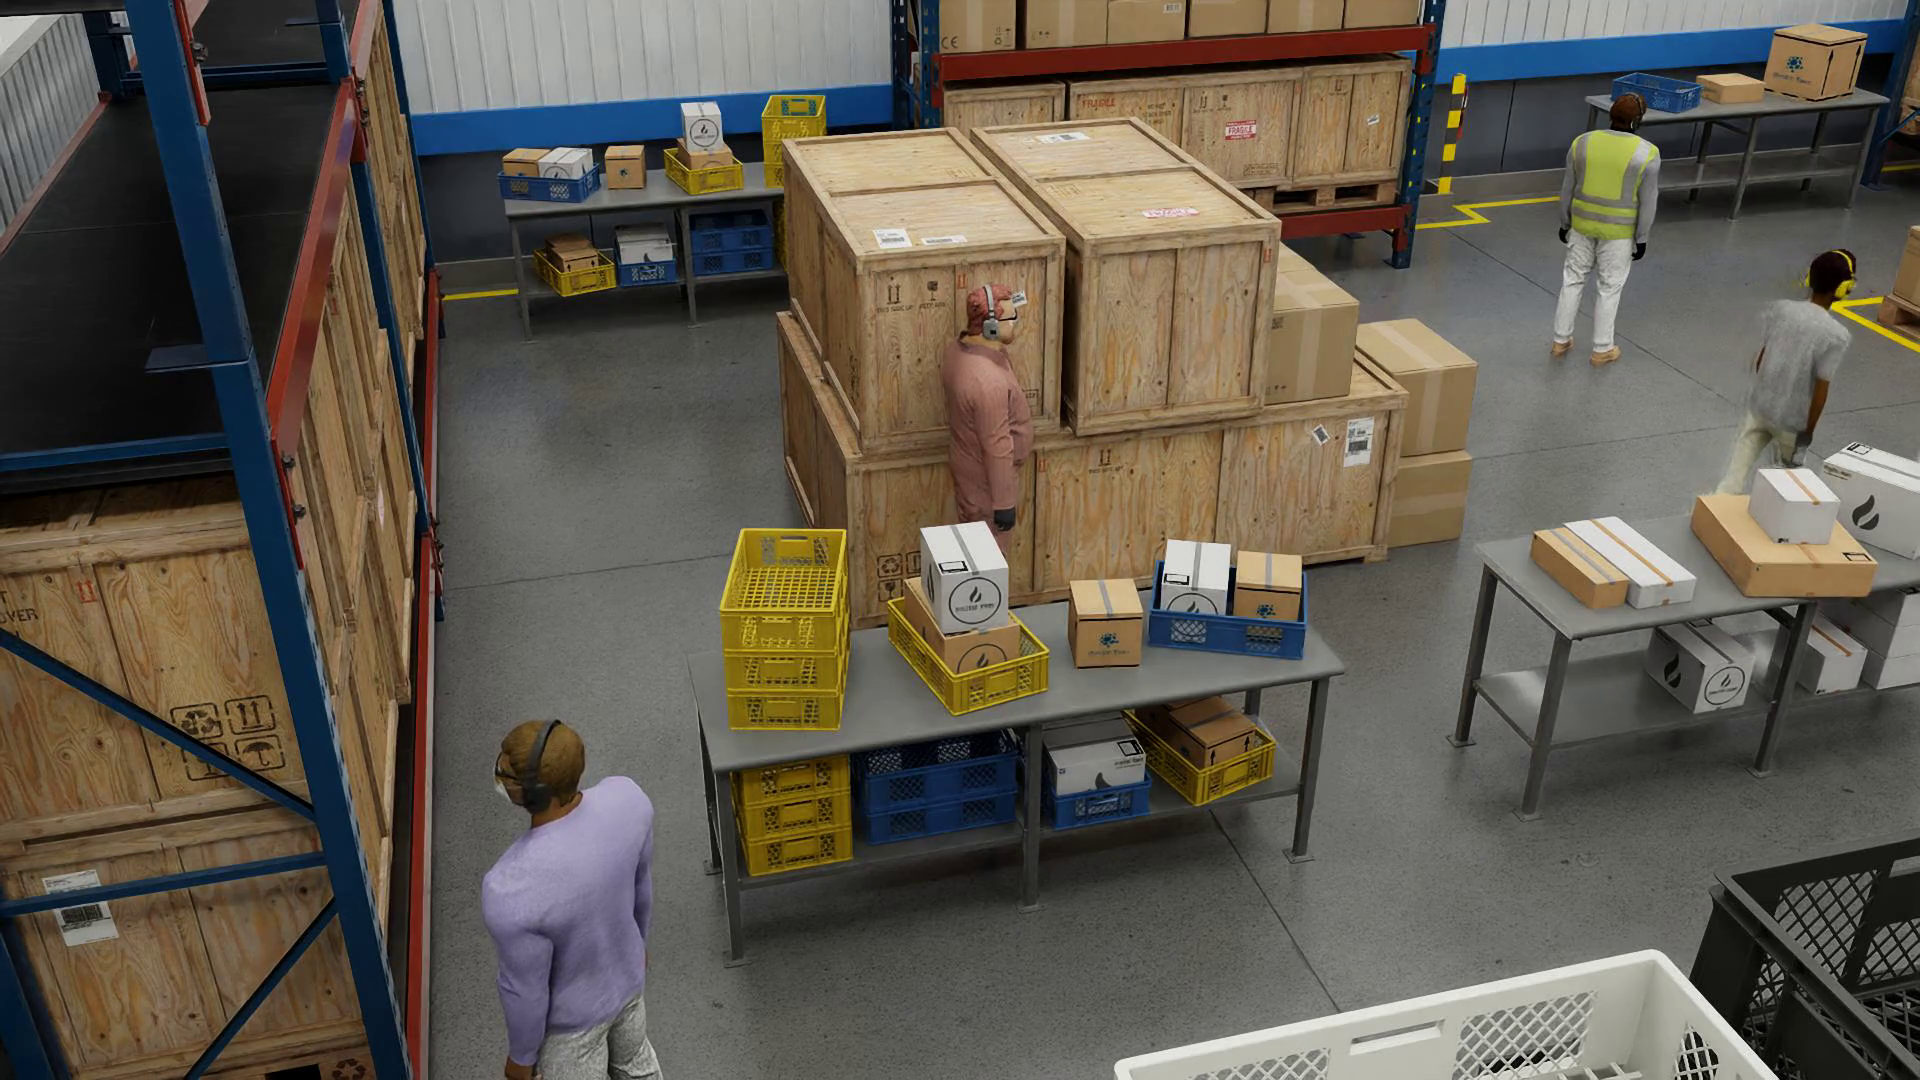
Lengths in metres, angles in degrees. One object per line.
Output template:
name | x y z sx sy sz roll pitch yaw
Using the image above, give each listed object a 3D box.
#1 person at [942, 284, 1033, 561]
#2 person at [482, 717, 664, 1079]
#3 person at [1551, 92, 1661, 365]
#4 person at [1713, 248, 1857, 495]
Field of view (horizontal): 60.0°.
person | 0.145 -0.311 7.970 0.410 1.909 0.642 -8 30 -14
person | -1.126 1.342 4.937 0.371 1.940 0.630 14 32 23
person | 4.382 -2.113 11.307 0.633 1.842 0.429 22 36 35
person | 4.242 -0.621 8.632 0.975 1.821 0.495 -18 34 -29
